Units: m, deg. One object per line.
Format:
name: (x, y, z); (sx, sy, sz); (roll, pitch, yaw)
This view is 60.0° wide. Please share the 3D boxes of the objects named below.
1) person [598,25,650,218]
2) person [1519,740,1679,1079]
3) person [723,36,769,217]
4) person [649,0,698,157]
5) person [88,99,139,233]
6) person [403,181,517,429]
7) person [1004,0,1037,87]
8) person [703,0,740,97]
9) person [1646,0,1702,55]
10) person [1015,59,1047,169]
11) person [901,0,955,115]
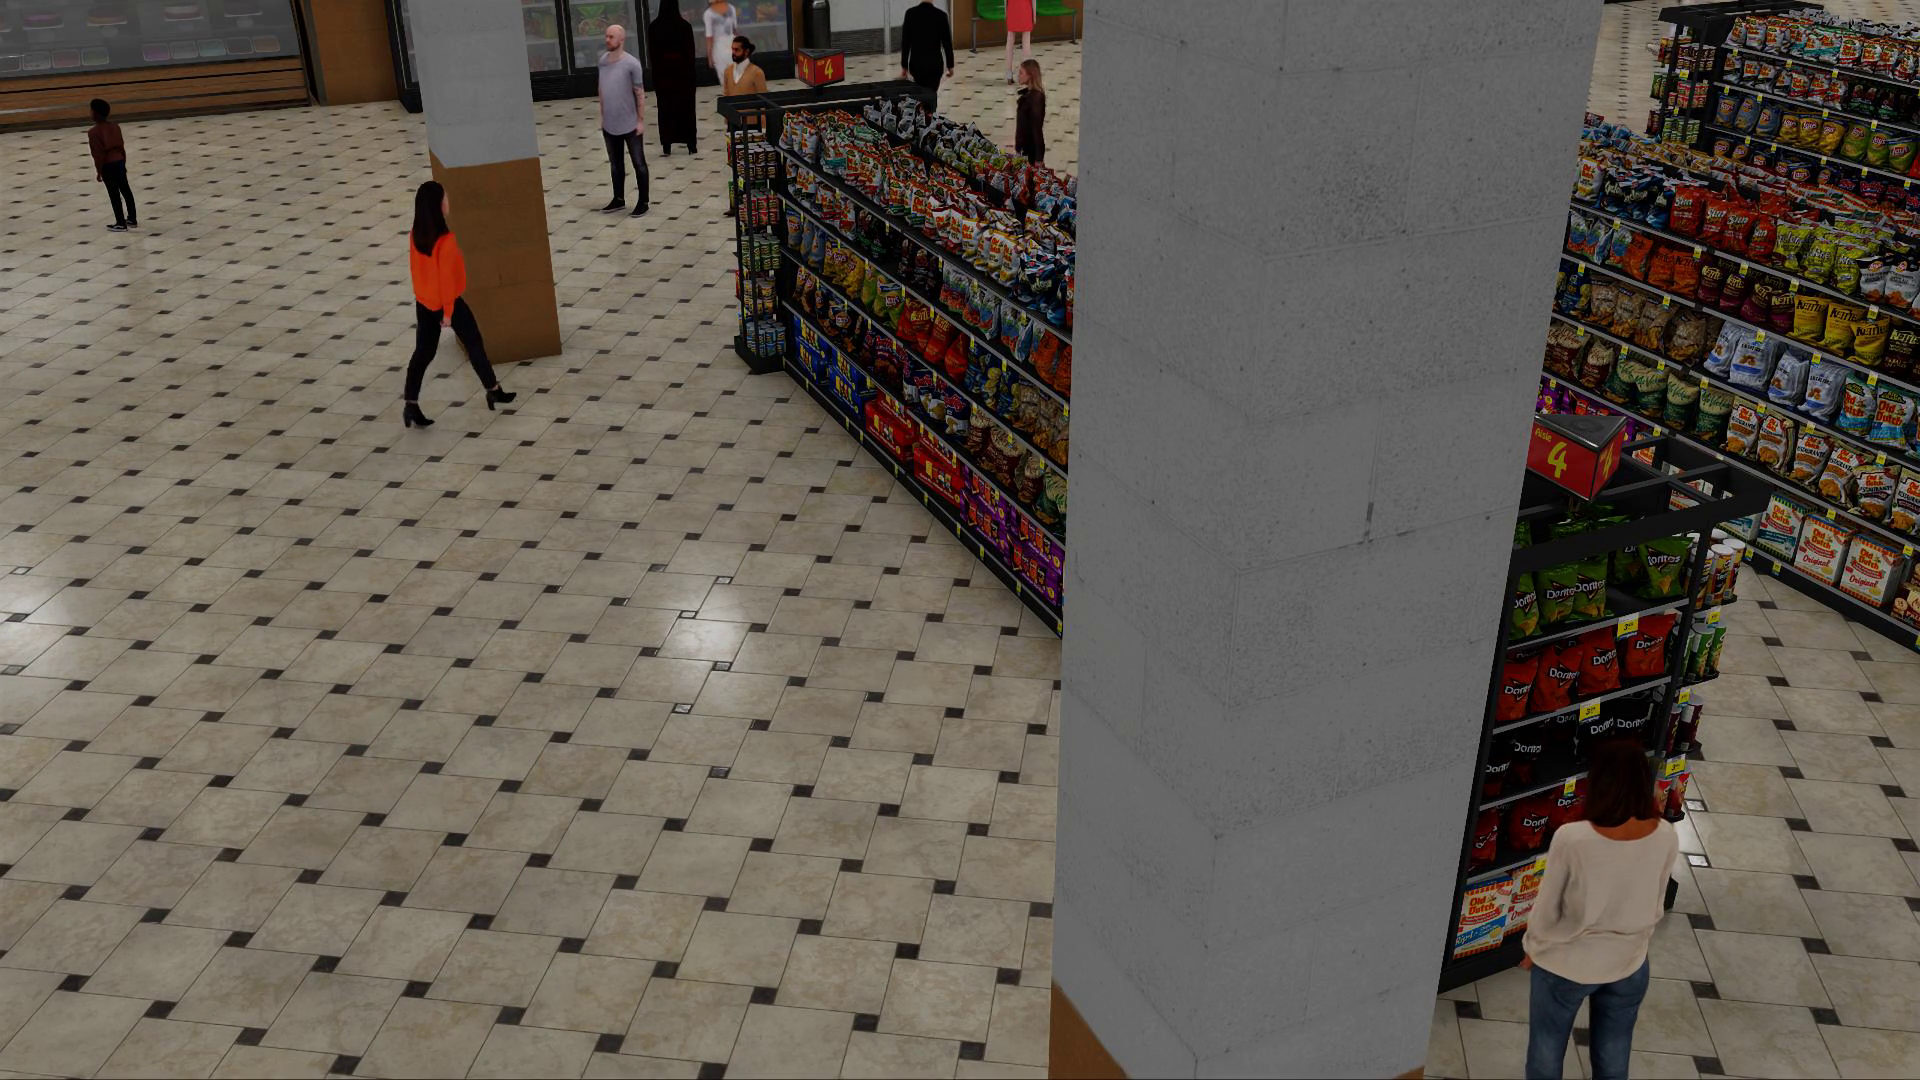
person: (-3.310, -4.123, 16.337); (0.731, 1.838, 0.821); (13, 30, 24)
person: (2.123, 1.411, 5.603); (0.682, 1.676, 0.674); (0, 27, -1)
person: (-2.083, -4.021, 16.228); (0.711, 1.754, 0.816); (15, 31, 28)
person: (-3.178, -5.173, 18.497); (0.744, 1.758, 0.728); (-2, 27, -3)
person: (-8.136, -3.600, 15.951); (0.649, 1.255, 0.592); (10, 29, 19)
person: (-3.655, -1.570, 11.449); (1.124, 1.705, 1.010); (19, 33, 33)
person: (0.781, -6.930, 21.883); (0.640, 1.828, 0.720); (12, 29, 22)
person: (-2.709, -5.648, 19.468); (0.652, 1.727, 0.721); (-13, 30, -23)
person: (10.439, -7.651, 23.478); (1.075, 1.671, 1.076); (5, 27, 11)
person: (0.753, -3.583, 15.468); (0.970, 1.661, 1.145); (-2, 27, -4)
person: (-0.393, -5.266, 18.589); (1.181, 1.840, 1.286); (7, 28, 13)
